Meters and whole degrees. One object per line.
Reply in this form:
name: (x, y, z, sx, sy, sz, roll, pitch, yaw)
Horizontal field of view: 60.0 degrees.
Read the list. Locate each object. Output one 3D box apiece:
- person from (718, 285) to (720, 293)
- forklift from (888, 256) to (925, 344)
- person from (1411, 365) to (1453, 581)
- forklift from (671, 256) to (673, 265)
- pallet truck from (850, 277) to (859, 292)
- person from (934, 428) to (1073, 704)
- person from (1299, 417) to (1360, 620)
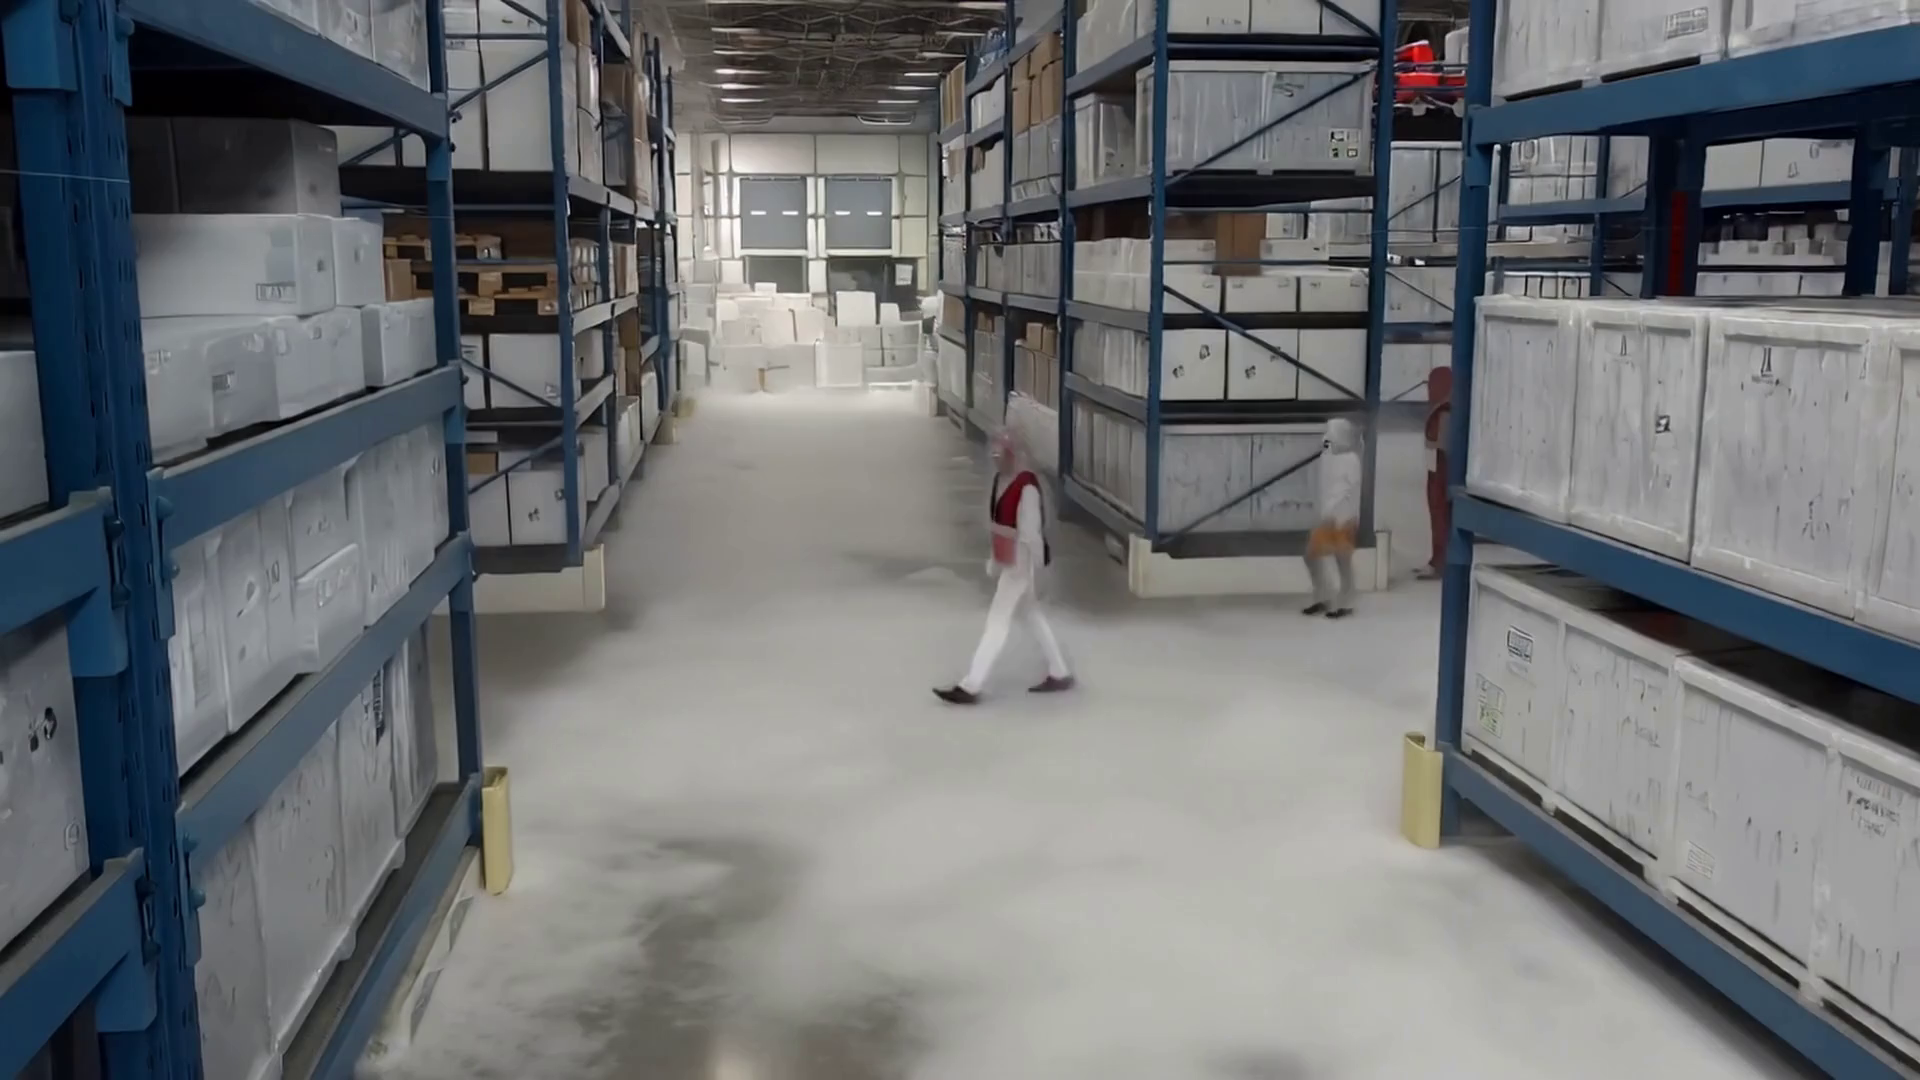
person: (-10.059, -9.956, 70.245, 0.849, 1.592, 0.527, -2, 10, -14)
forklift: (-1.828, -7.711, 53.455, 1.129, 2.768, 1.873, -2, 10, -13)
person: (4.273, -0.589, 14.789, 0.391, 1.920, 0.593, 2, 10, 9)
forklift: (-10.987, -9.066, 61.344, 1.129, 2.768, 1.873, -1, 10, -7)
pallet truck: (-3.782, -9.391, 65.808, 1.885, 1.965, 0.823, 2, 10, 10)
person: (0.319, 0.162, 10.796, 1.001, 1.790, 0.599, -3, 10, -17)
person: (2.916, -0.158, 13.117, 0.545, 1.614, 0.513, -4, 11, -22)
